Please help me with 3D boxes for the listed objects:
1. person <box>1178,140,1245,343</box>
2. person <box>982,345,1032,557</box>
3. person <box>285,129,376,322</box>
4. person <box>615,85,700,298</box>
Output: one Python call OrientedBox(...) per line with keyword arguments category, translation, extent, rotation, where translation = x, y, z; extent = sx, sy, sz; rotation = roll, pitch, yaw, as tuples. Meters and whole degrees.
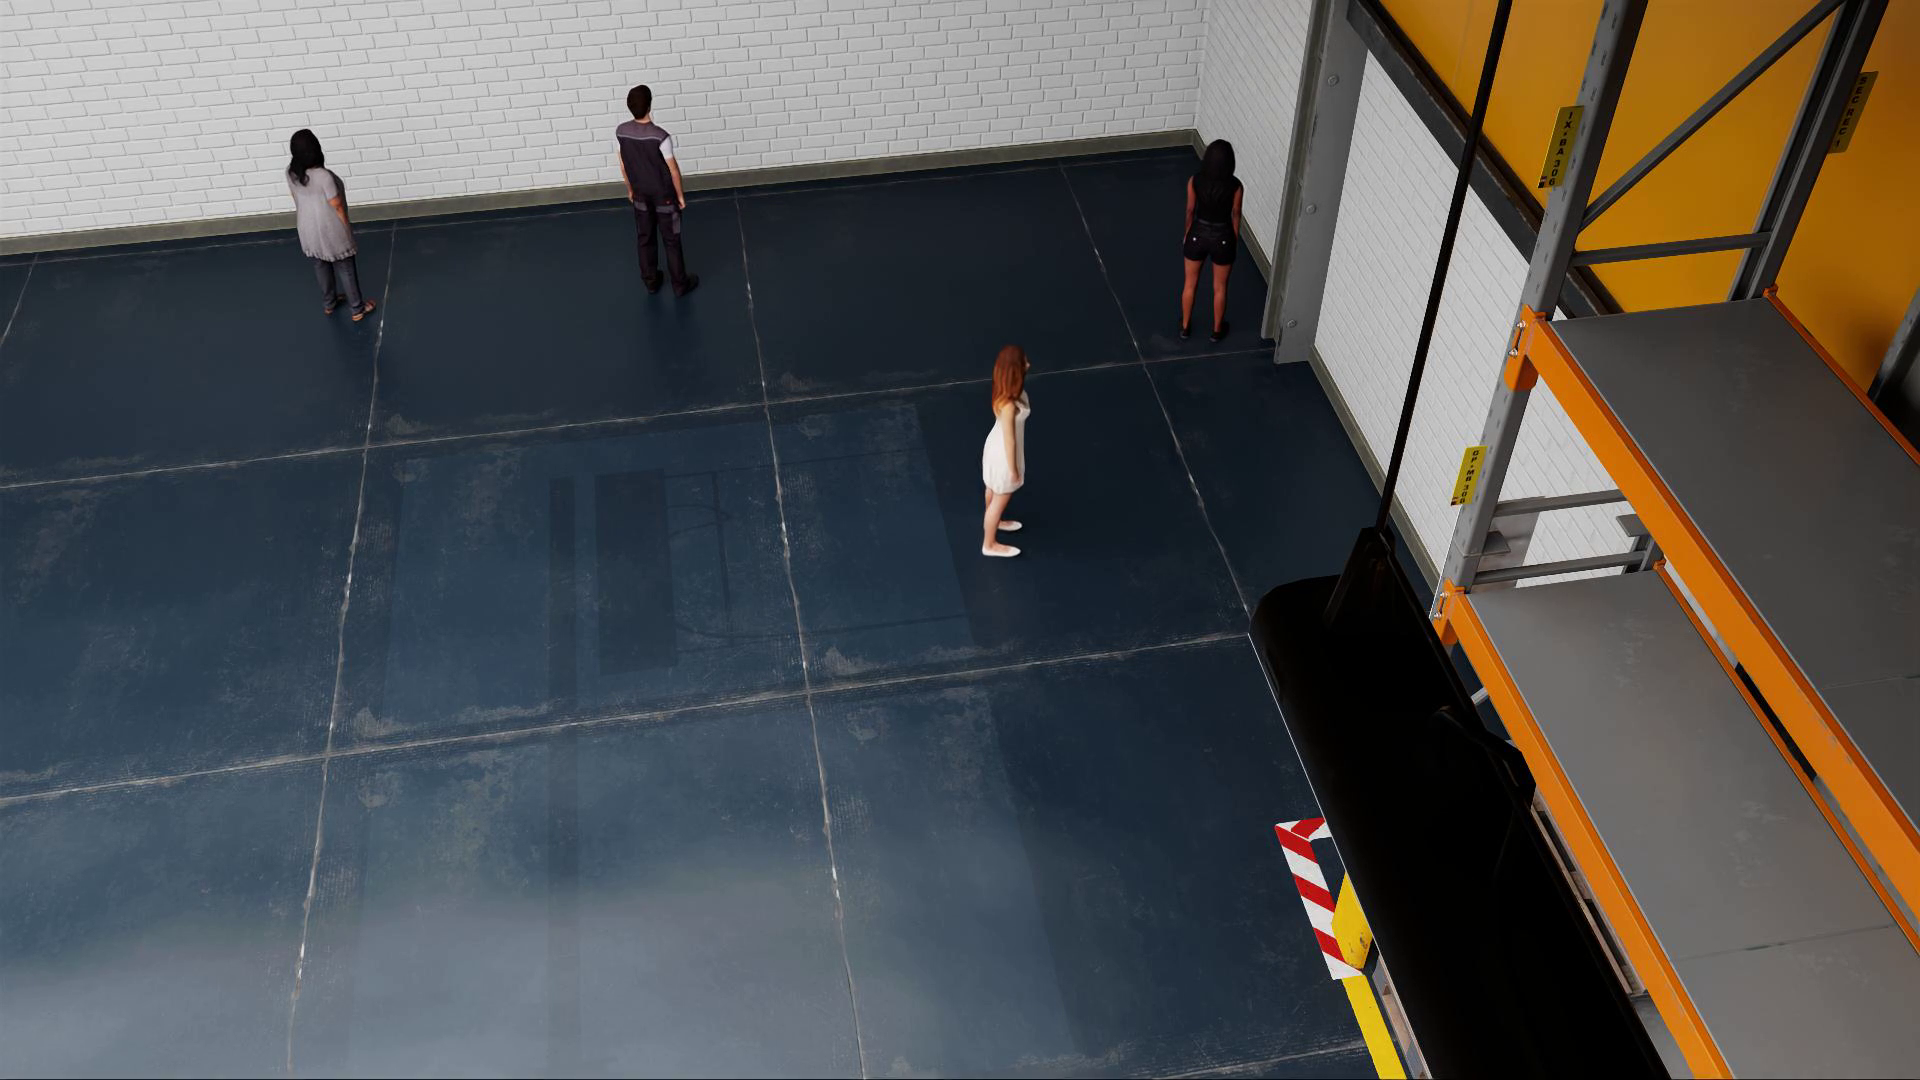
OrientedBox(category="person", translation=(1.942, -2.309, 12.896), extent=(0.674, 1.743, 0.660), rotation=(10, 45, 11))
OrientedBox(category="person", translation=(0.294, -0.604, 11.133), extent=(0.669, 1.706, 0.528), rotation=(1, 44, 2))
OrientedBox(category="person", translation=(-5.049, -2.492, 13.189), extent=(0.766, 1.603, 0.814), rotation=(15, 46, 15))
OrientedBox(category="person", translation=(-2.449, -2.778, 13.312), extent=(0.733, 1.849, 0.719), rotation=(10, 45, 11))
